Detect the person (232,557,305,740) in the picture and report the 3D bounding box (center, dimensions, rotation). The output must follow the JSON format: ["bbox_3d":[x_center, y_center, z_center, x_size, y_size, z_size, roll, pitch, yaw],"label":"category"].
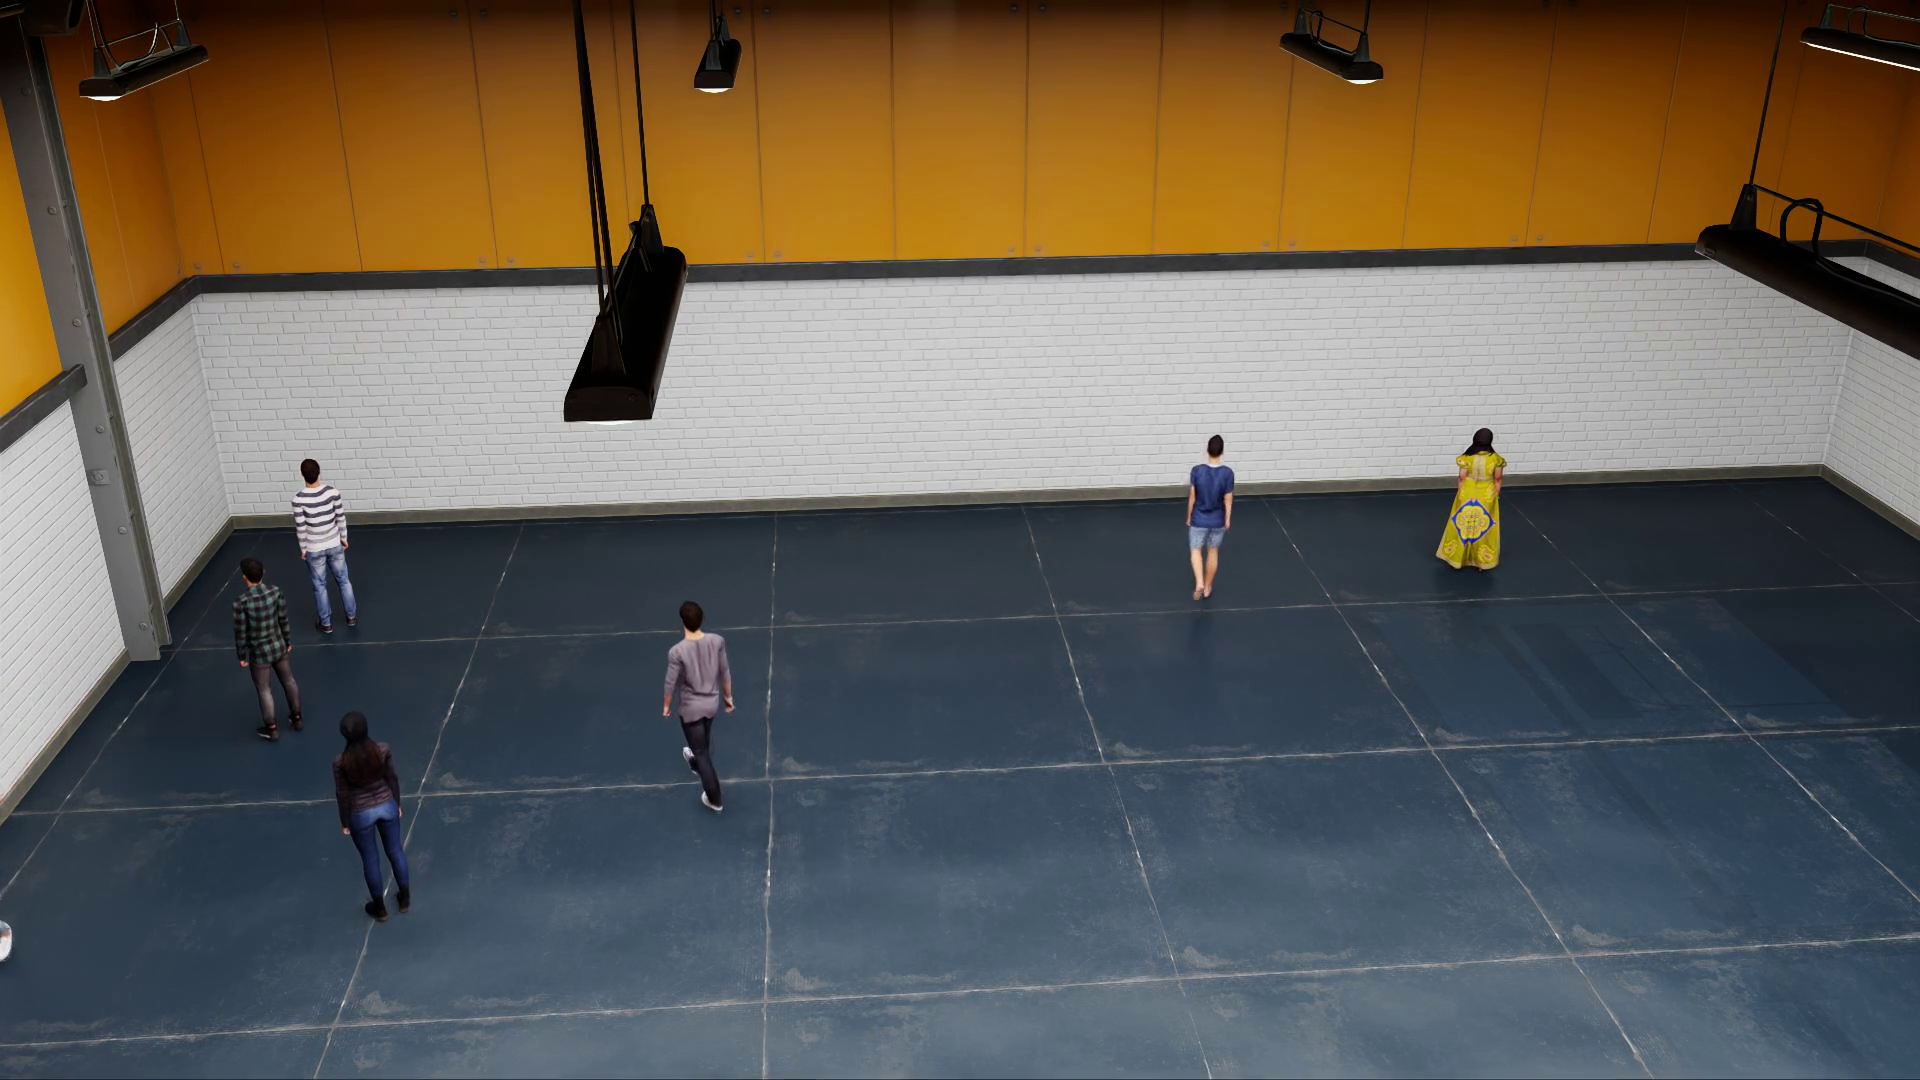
[{"bbox_3d":[-6.284,0.962,15.060,0.798,1.706,0.761,19,30,36],"label":"person"}]

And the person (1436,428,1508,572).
[{"bbox_3d":[5.712,-0.454,18.378,0.957,1.660,0.920,6,24,13],"label":"person"}]

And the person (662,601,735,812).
[{"bbox_3d":[-2.138,1.421,13.897,1.066,1.814,1.230,-16,28,-33],"label":"person"}]

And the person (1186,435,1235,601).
[{"bbox_3d":[2.618,-0.188,17.555,0.729,1.831,0.931,3,24,6],"label":"person"}]

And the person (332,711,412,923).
[{"bbox_3d":[-4.413,2.066,12.503,0.690,1.748,0.691,-15,28,-31],"label":"person"}]

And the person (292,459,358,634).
[{"bbox_3d":[-6.504,0.044,16.995,0.726,1.854,0.722,-16,28,-33],"label":"person"}]
